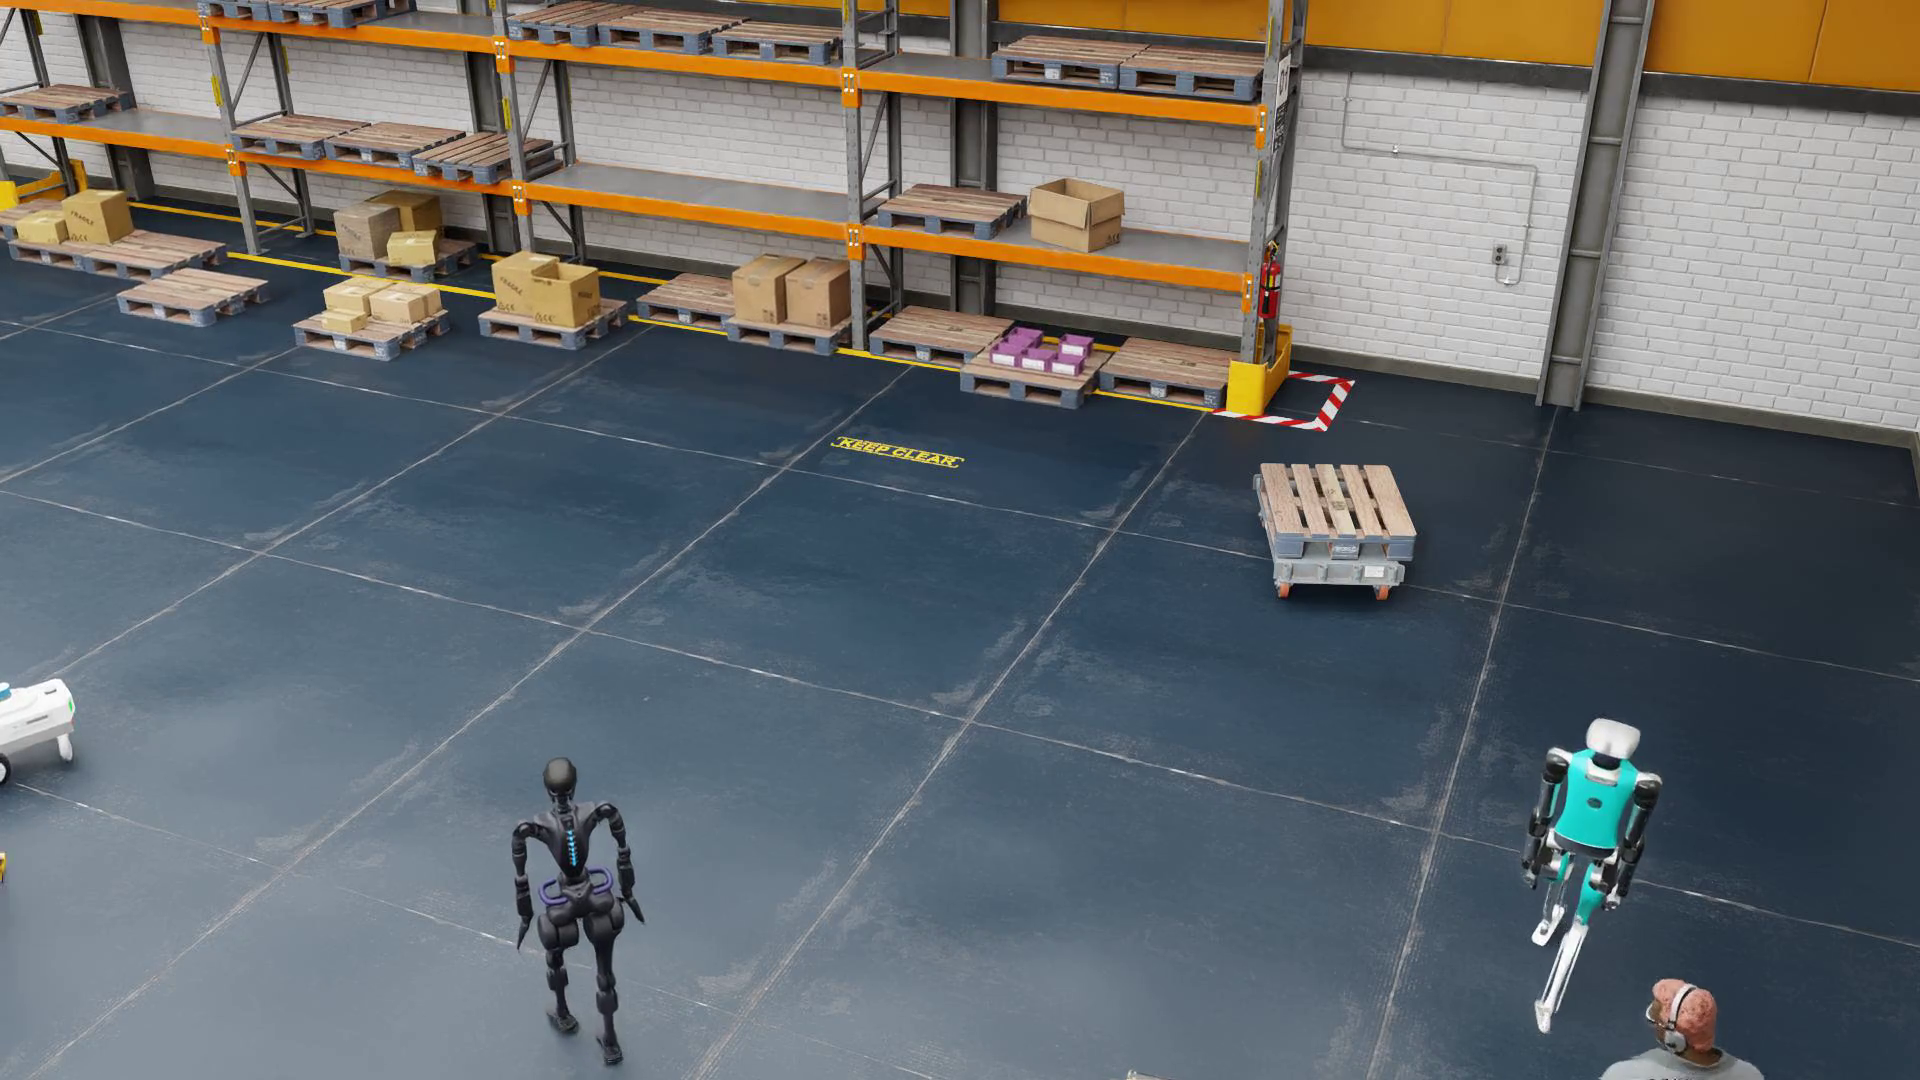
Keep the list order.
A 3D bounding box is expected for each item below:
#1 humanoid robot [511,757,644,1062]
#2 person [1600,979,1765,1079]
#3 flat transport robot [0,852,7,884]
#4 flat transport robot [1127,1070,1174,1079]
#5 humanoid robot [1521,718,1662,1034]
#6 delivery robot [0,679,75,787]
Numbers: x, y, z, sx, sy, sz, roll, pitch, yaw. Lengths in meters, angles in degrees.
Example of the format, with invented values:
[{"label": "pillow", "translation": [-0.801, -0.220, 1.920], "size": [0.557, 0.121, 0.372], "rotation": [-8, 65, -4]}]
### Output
[{"label": "humanoid robot", "translation": [-1.853, 1.744, 8.023], "size": [0.613, 1.639, 0.567], "rotation": [-12, 30, -22]}, {"label": "person", "translation": [2.668, 2.474, 6.384], "size": [0.666, 1.877, 0.398], "rotation": [-2, 27, -3]}, {"label": "flat transport robot", "translation": [-6.034, 2.013, 9.028], "size": [1.431, 0.231, 0.659], "rotation": [-9, 29, -17]}, {"label": "flat transport robot", "translation": [1.253, 2.816, 7.472], "size": [1.431, 0.231, 0.659], "rotation": [8, 28, 15]}, {"label": "humanoid robot", "translation": [3.156, 1.533, 8.413], "size": [0.551, 1.784, 1.009], "rotation": [12, 30, 22]}, {"label": "delivery robot", "translation": [-5.918, 1.180, 10.333], "size": [0.767, 0.596, 0.524], "rotation": [-22, 34, -36]}]
